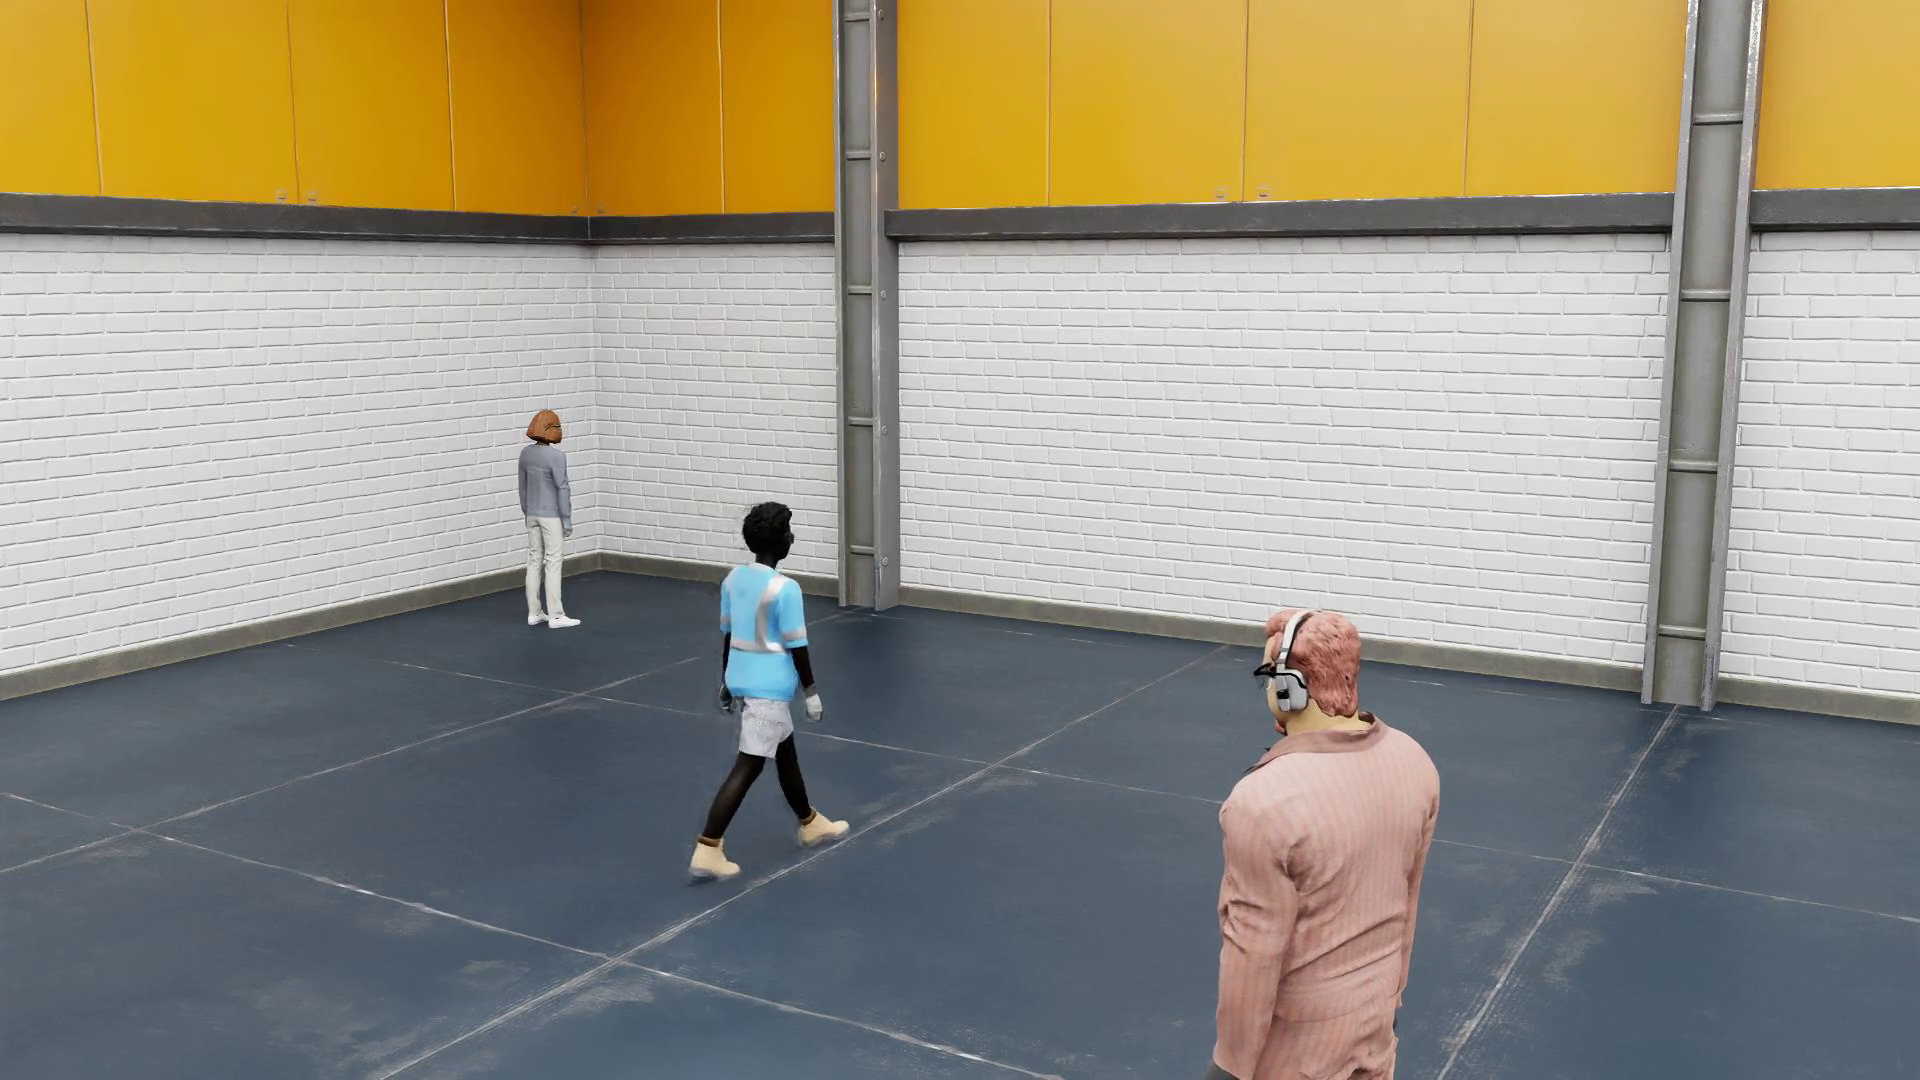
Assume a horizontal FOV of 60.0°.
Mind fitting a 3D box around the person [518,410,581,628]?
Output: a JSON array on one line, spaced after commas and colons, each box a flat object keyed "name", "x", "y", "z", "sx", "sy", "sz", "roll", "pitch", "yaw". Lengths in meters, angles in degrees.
[{"name": "person", "x": -3.100, "y": -0.159, "z": 12.479, "sx": 0.504, "sy": 1.632, "sz": 0.270, "roll": 7, "pitch": 11, "yaw": 36}]

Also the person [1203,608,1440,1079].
[{"name": "person", "x": 0.792, "y": 1.092, "z": 3.836, "sx": 0.641, "sy": 1.905, "sz": 0.410, "roll": -8, "pitch": 12, "yaw": -40}]

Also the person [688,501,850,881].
[{"name": "person", "x": -0.877, "y": 0.650, "z": 7.383, "sx": 0.905, "sy": 1.649, "sz": 0.544, "roll": -7, "pitch": 11, "yaw": -36}]
